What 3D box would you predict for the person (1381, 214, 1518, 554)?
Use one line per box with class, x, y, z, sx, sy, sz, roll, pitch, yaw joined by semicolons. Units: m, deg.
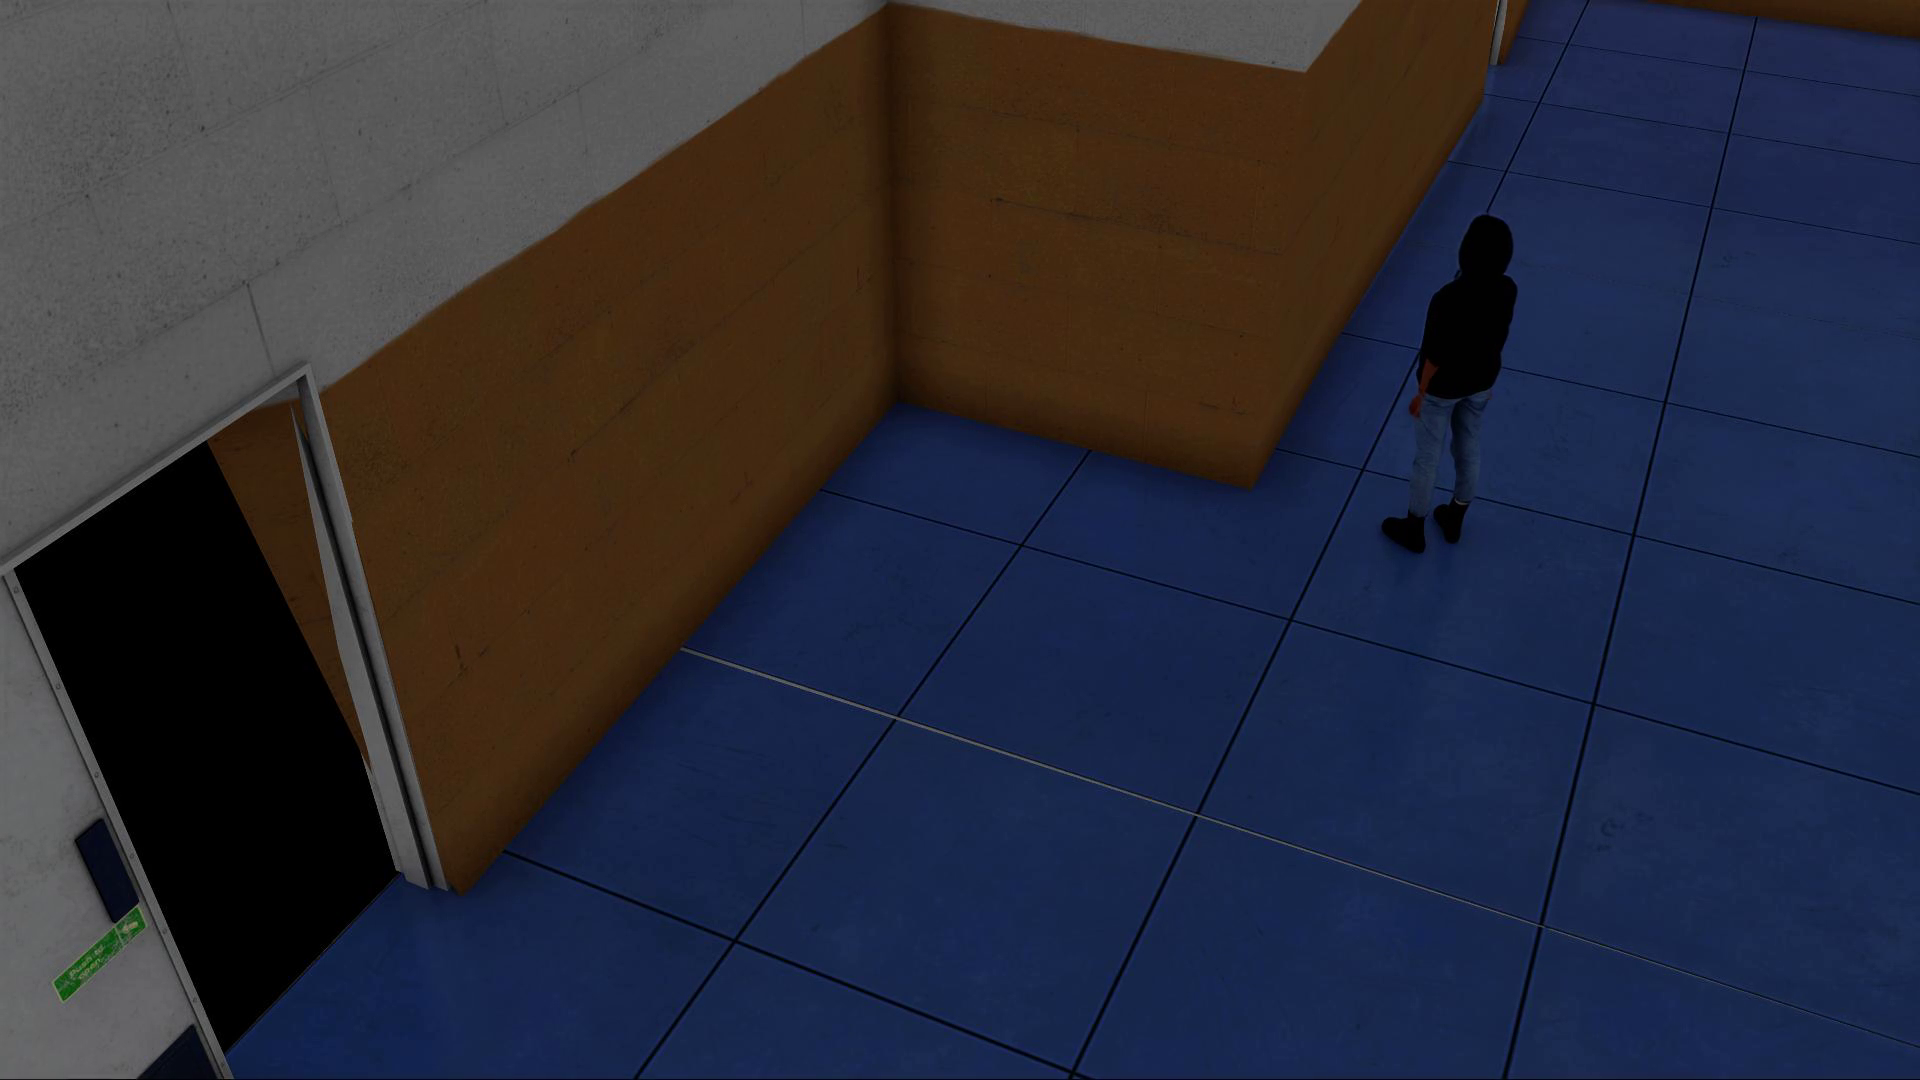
person;2.258;-0.694;7.564;0.658;1.701;0.721;-11;38;-15
